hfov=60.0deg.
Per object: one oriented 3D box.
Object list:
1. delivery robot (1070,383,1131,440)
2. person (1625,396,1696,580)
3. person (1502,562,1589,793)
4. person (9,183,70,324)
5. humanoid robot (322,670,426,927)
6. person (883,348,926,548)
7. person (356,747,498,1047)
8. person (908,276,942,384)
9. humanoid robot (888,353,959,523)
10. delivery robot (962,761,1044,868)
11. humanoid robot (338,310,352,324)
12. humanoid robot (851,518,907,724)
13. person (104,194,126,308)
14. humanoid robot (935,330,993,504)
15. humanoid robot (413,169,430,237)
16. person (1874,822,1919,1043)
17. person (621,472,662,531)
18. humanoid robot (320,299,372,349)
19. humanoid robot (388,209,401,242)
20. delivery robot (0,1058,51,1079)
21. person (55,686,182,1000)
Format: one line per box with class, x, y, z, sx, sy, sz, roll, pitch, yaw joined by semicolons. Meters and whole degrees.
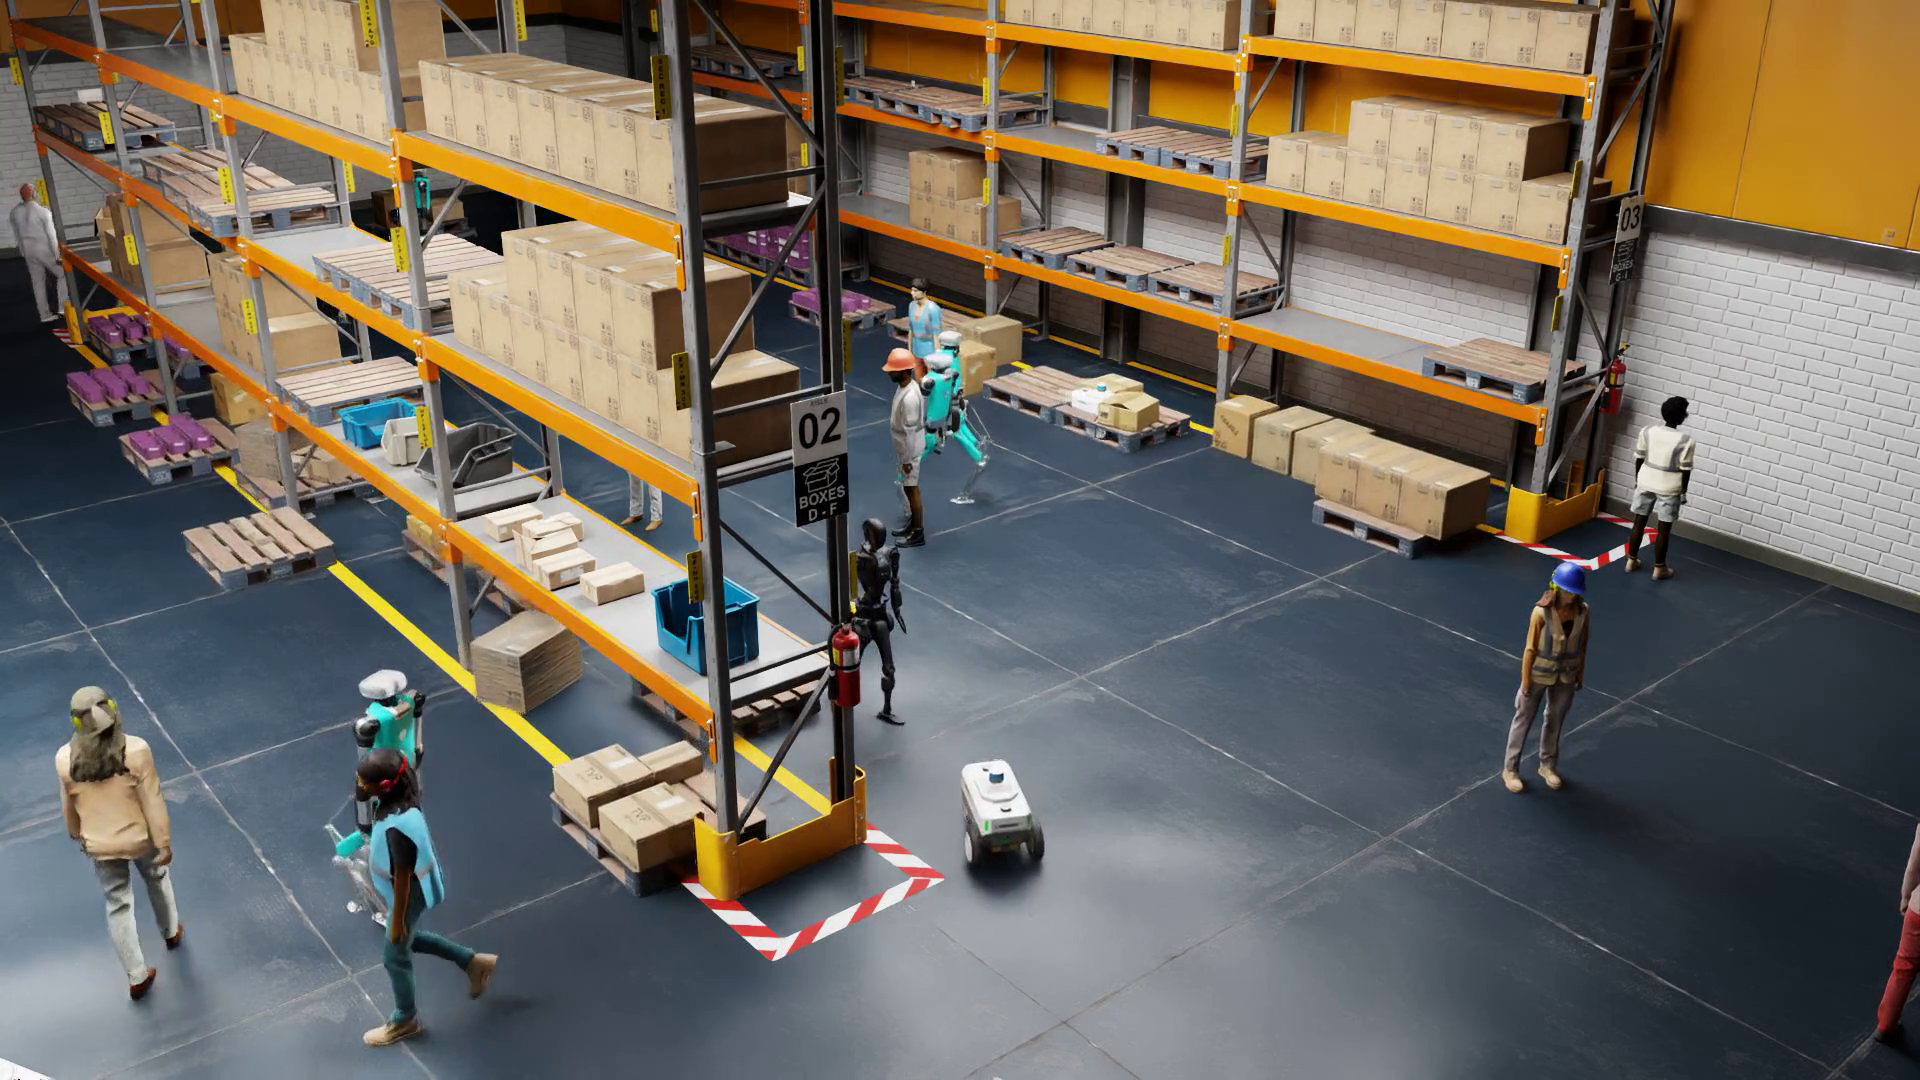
delivery robot;1.591;-1.459;18.665;0.499;0.597;0.801;-18;29;-36
person;6.286;-0.475;14.935;0.322;1.698;0.535;-19;30;-37
person;4.112;0.953;11.546;0.462;1.769;0.352;-4;24;-9
person;-12.482;-3.921;22.687;0.678;1.877;0.660;5;24;11
humanoid robot;-3.619;1.630;10.148;0.799;1.892;0.564;9;25;21
person;-0.519;-0.866;15.565;0.384;1.931;0.544;-2;23;-6
person;-3.013;1.943;9.153;0.696;1.845;0.559;-8;25;-18
person;-0.390;-2.096;18.636;0.494;1.753;0.359;21;31;40
humanoid robot;-0.428;-0.972;16.071;0.751;1.789;0.552;15;28;31
delivery robot;0.245;1.800;11.112;0.499;0.592;0.791;-5;24;-11
humanoid robot;-8.591;-3.841;22.709;0.821;1.804;0.577;16;28;33
humanoid robot;-0.714;0.580;12.581;0.754;1.639;0.610;21;31;40
person;-11.493;-3.890;22.831;0.864;1.710;0.583;-9;25;-20
humanoid robot;0.096;-1.192;16.559;0.683;1.785;0.538;5;24;12
humanoid robot;-8.045;-4.561;24.355;0.710;1.787;0.531;-8;25;-18
person;5.374;2.044;9.035;0.337;1.756;0.516;-20;31;-39
person;-3.083;-0.896;15.964;0.451;1.657;0.289;15;27;30
humanoid robot;-8.006;-3.268;21.496;0.758;1.623;0.606;17;28;34
humanoid robot;-7.453;-3.650;22.376;0.787;1.623;0.599;6;24;13
delivery robot;-5.029;2.884;8.574;0.756;0.571;0.499;10;25;22
person;-4.885;1.710;9.703;0.581;1.829;0.877;-7;24;-15
